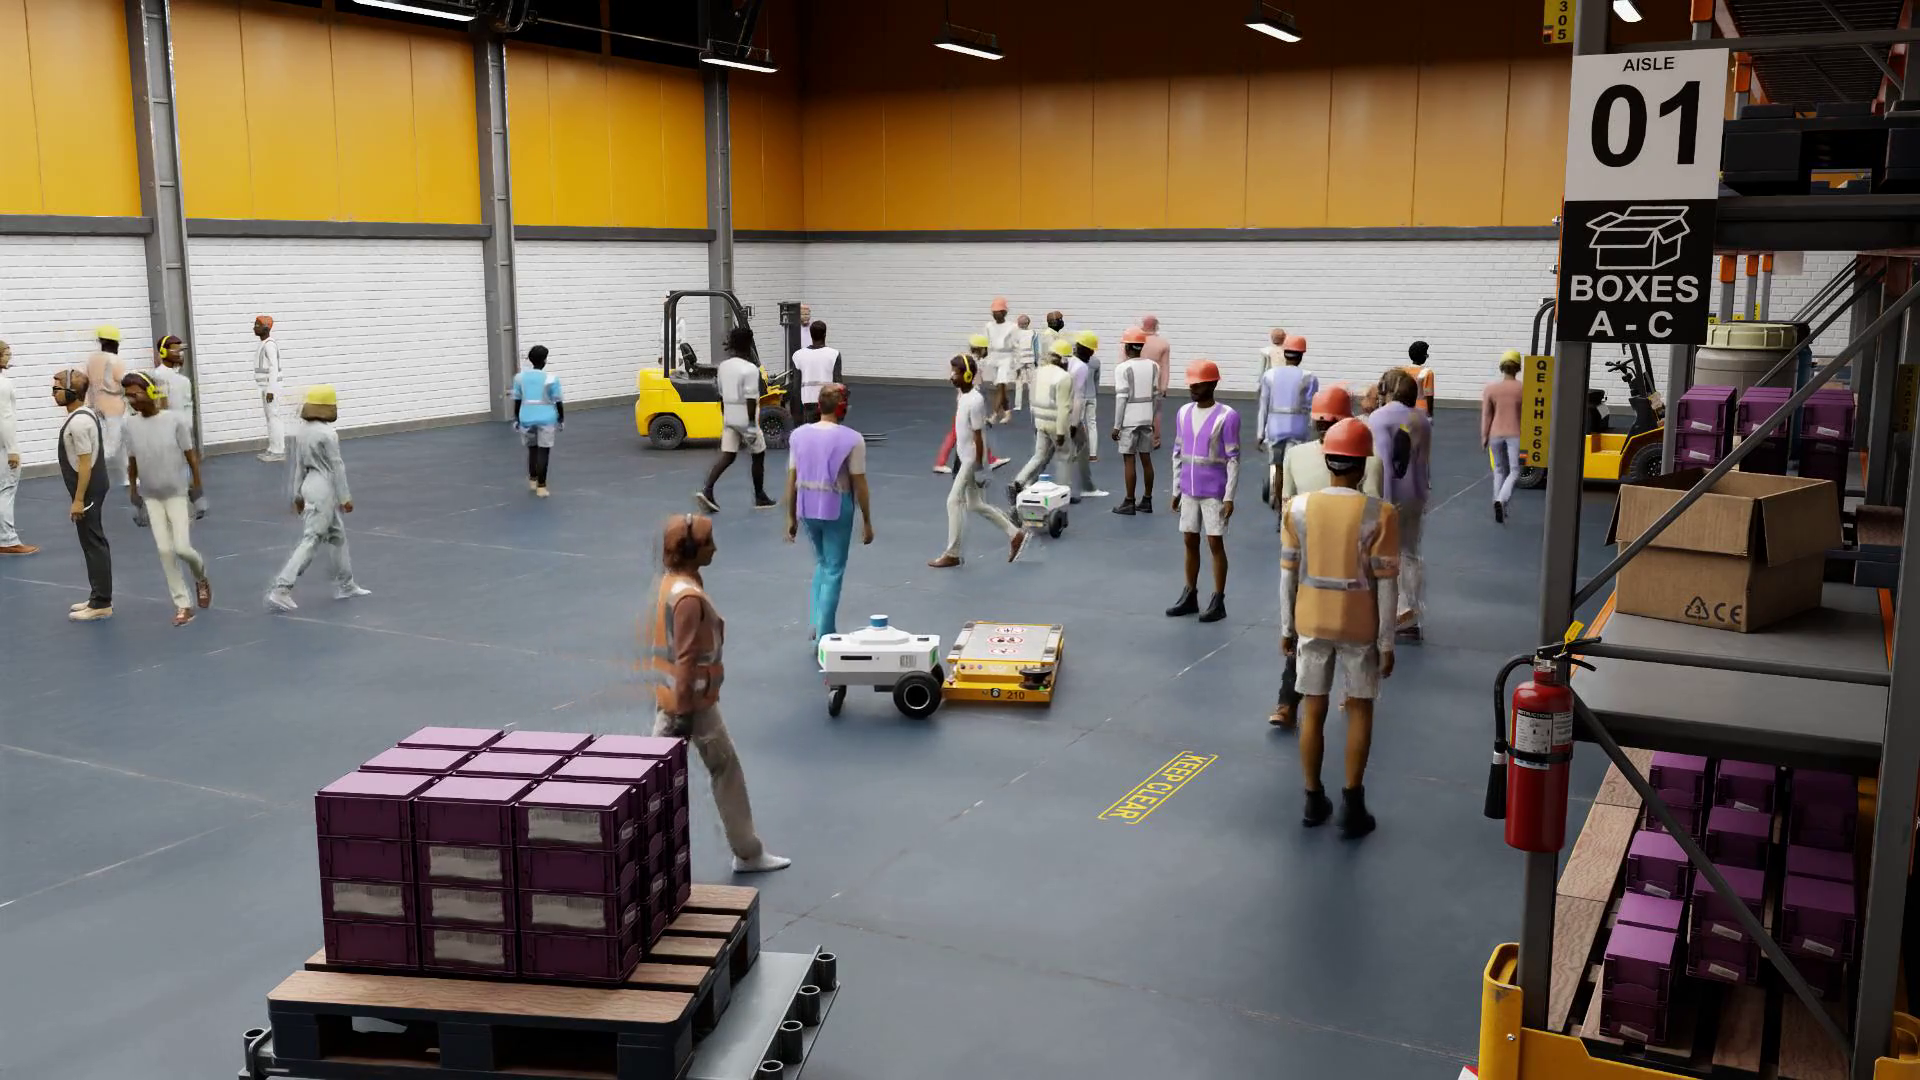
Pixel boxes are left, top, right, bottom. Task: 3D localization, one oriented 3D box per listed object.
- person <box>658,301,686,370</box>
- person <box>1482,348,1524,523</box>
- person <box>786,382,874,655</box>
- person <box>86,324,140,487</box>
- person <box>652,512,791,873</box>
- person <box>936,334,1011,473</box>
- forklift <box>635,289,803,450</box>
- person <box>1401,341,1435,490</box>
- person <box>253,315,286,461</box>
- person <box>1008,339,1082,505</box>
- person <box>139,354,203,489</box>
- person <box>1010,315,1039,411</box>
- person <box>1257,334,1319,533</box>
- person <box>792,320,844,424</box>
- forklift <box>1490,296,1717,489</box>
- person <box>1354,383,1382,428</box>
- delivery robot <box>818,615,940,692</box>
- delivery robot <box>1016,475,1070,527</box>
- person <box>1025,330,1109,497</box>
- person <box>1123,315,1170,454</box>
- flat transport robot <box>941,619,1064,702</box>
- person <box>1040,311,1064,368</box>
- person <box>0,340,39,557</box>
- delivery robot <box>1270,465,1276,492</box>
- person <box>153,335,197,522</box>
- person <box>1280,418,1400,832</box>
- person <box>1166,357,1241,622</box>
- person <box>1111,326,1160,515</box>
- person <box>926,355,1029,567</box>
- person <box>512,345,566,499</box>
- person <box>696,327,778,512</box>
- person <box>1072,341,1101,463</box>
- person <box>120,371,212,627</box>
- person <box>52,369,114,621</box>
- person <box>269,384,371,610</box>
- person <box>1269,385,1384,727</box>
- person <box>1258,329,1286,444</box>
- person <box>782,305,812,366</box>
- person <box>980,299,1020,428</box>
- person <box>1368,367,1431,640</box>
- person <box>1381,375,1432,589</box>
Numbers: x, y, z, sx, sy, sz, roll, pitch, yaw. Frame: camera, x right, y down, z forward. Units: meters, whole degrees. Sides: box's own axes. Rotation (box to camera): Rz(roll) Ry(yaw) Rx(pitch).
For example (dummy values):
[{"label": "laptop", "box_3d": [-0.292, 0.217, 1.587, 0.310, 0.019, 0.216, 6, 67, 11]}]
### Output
[{"label": "person", "box_3d": [-4.950, -3.163, 28.506, 0.576, 1.882, 0.355, 6, 11, 31]}, {"label": "person", "box_3d": [5.447, -1.039, 16.587, 0.525, 1.740, 0.763, 7, 12, 35]}, {"label": "person", "box_3d": [-0.838, -0.148, 11.212, 0.574, 1.820, 0.596, 6, 11, 30]}, {"label": "person", "box_3d": [-9.659, -1.494, 18.810, 0.578, 1.893, 0.891, 6, 12, 33]}, {"label": "person", "box_3d": [-1.201, 0.671, 7.116, 0.837, 1.603, 0.526, -3, 10, -17]}, {"label": "person", "box_3d": [0.146, -1.654, 20.319, 0.970, 1.693, 0.534, -1, 10, -8]}, {"label": "forklift", "box_3d": [-3.358, -2.392, 23.136, 2.313, 2.155, 1.214, -1, 10, -5]}, {"label": "person", "box_3d": [5.161, -1.410, 18.884, 0.319, 1.695, 0.539, -7, 12, -34]}, {"label": "person", "box_3d": [-8.960, -1.961, 21.537, 0.352, 1.884, 0.579, -6, 11, -31]}, {"label": "person", "box_3d": [0.908, -1.220, 17.537, 0.836, 1.796, 0.611, -6, 12, -32]}, {"label": "person", "box_3d": [-8.873, -1.319, 18.627, 0.593, 1.612, 0.325, -5, 11, -26]}, {"label": "person", "box_3d": [1.091, -3.012, 28.339, 0.523, 1.636, 0.310, -2, 10, -13]}, {"label": "person", "box_3d": [3.242, -1.052, 16.216, 0.584, 1.899, 0.882, 5, 11, 27]}, {"label": "person", "box_3d": [-1.615, -1.544, 19.022, 0.587, 1.920, 0.390, 2, 10, 12]}, {"label": "forklift", "box_3d": [7.296, -1.677, 18.993, 2.313, 2.155, 1.214, 5, 11, 27]}, {"label": "person", "box_3d": [3.406, -0.470, 13.647, 0.521, 1.632, 0.342, -2, 10, -12]}, {"label": "delivery robot", "box_3d": [-0.476, 0.684, 9.796, 0.707, 0.478, 0.477, 0, 10, 2]}, {"label": "delivery robot", "box_3d": [0.806, -0.386, 15.991, 0.477, 0.478, 0.707, 4, 11, 22]}, {"label": "person", "box_3d": [1.128, -1.361, 18.155, 0.967, 1.857, 0.726, -5, 11, -26]}, {"label": "person", "box_3d": [2.500, -2.102, 22.434, 0.650, 1.863, 0.986, 2, 10, 13]}, {"label": "flat transport robot", "box_3d": [0.294, 0.745, 10.537, 0.652, 0.197, 1.431, 1, 10, 7]}, {"label": "person", "box_3d": [1.386, -2.415, 24.279, 0.429, 1.847, 0.625, 1, 10, 8]}, {"label": "person", "box_3d": [-8.524, -0.819, 14.765, 0.635, 1.937, 0.354, 9, 13, 41]}, {"label": "delivery robot", "box_3d": [3.472, -0.676, 17.668, 0.477, 0.478, 0.707, 2, 10, 9]}, {"label": "person", "box_3d": [-7.906, -1.115, 16.697, 0.317, 1.865, 0.523, -3, 10, -17]}, {"label": "person", "box_3d": [1.769, 0.396, 7.768, 0.566, 1.928, 0.401, 5, 11, 27]}, {"label": "person", "box_3d": [1.764, -0.366, 12.150, 0.551, 1.934, 0.373, 9, 14, 43]}, {"label": "person", "box_3d": [1.787, -1.224, 17.112, 0.542, 1.939, 0.366, -7, 12, -33]}, {"label": "person", "box_3d": [0.153, -0.673, 14.228, 0.830, 1.836, 0.511, -1, 10, -3]}, {"label": "person", "box_3d": [-4.606, -1.304, 18.300, 0.563, 1.676, 0.552, 1, 10, 6]}, {"label": "person", "box_3d": [-2.333, -1.248, 17.275, 0.609, 1.938, 0.909, 9, 13, 43]}, {"label": "person", "box_3d": [1.585, -1.804, 21.354, 0.505, 1.633, 0.278, -7, 12, -33]}, {"label": "person", "box_3d": [-5.770, -0.312, 12.100, 0.559, 1.839, 0.493, 0, 10, -3]}, {"label": "person", "box_3d": [-6.435, -0.330, 12.203, 0.343, 1.847, 0.506, -4, 11, -21]}, {"label": "person", "box_3d": [-4.918, -0.328, 12.650, 0.482, 1.708, 0.859, 9, 14, 44]}, {"label": "person", "box_3d": [2.107, 0.089, 9.511, 0.648, 1.942, 0.957, 5, 11, 28]}, {"label": "person", "box_3d": [4.459, -2.157, 23.434, 0.516, 1.624, 0.329, 1, 10, 4]}, {"label": "person", "box_3d": [-2.368, -2.609, 25.231, 0.652, 1.904, 0.403, -6, 12, -33]}, {"label": "person", "box_3d": [0.582, -2.737, 25.771, 0.619, 1.975, 1.094, 6, 12, 33]}, {"label": "person", "box_3d": [3.059, -0.250, 11.622, 0.663, 1.890, 0.541, -8, 12, -38]}, {"label": "person", "box_3d": [3.072, -0.246, 11.732, 0.430, 1.845, 0.619, 6, 11, 30]}]
